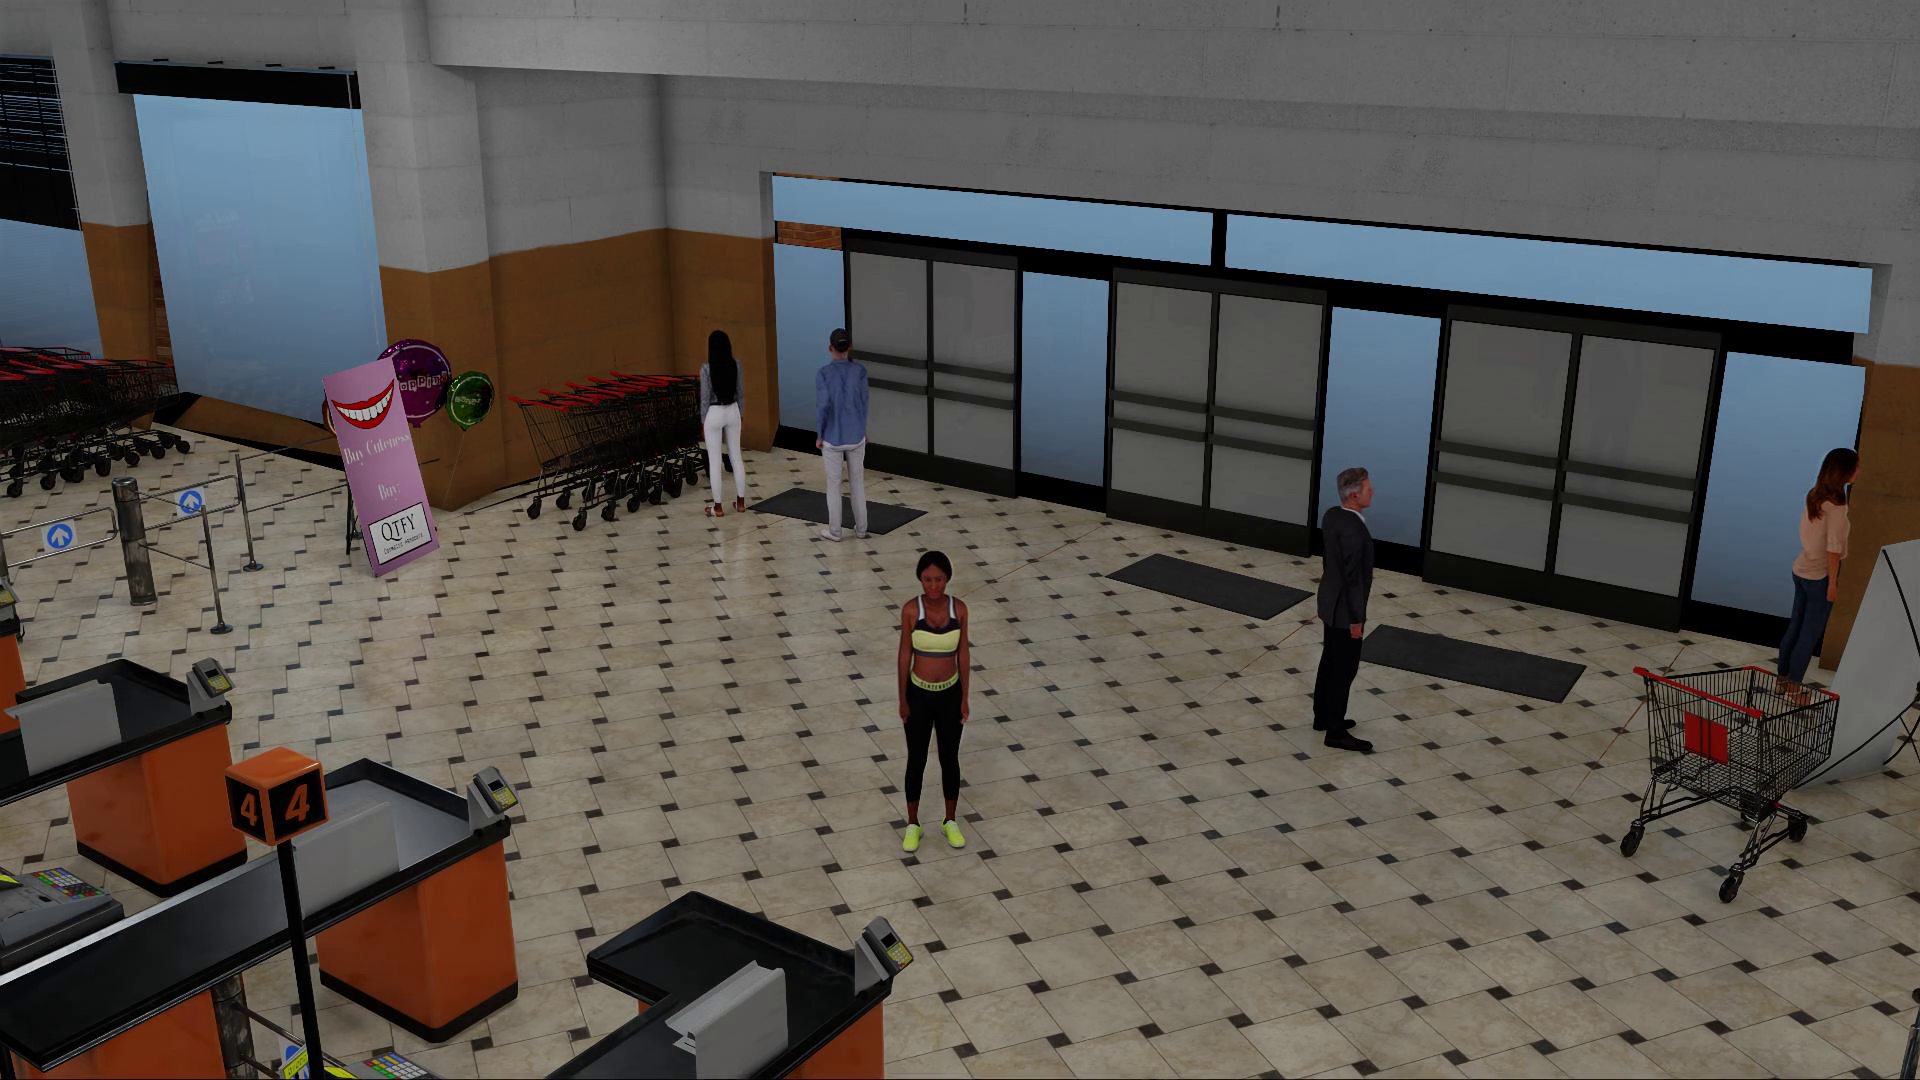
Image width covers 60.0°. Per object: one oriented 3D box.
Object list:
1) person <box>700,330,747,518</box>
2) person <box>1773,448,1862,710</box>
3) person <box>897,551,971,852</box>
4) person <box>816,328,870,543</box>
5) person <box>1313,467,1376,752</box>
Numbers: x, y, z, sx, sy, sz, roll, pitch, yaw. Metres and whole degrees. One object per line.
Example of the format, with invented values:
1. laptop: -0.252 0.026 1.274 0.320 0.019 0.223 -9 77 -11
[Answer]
1. person: -2.167 -1.075 15.186 0.586 1.725 0.721 -12 22 -31
2. person: 5.750 0.241 11.180 0.735 1.790 0.621 2 19 5
3. person: -0.149 0.888 9.314 0.639 1.755 0.695 -3 19 -8
4. person: -1.017 -0.914 14.453 0.693 1.887 0.803 -8 20 -22
5. person: 2.453 0.412 10.591 0.865 1.842 0.775 -1 19 -4
